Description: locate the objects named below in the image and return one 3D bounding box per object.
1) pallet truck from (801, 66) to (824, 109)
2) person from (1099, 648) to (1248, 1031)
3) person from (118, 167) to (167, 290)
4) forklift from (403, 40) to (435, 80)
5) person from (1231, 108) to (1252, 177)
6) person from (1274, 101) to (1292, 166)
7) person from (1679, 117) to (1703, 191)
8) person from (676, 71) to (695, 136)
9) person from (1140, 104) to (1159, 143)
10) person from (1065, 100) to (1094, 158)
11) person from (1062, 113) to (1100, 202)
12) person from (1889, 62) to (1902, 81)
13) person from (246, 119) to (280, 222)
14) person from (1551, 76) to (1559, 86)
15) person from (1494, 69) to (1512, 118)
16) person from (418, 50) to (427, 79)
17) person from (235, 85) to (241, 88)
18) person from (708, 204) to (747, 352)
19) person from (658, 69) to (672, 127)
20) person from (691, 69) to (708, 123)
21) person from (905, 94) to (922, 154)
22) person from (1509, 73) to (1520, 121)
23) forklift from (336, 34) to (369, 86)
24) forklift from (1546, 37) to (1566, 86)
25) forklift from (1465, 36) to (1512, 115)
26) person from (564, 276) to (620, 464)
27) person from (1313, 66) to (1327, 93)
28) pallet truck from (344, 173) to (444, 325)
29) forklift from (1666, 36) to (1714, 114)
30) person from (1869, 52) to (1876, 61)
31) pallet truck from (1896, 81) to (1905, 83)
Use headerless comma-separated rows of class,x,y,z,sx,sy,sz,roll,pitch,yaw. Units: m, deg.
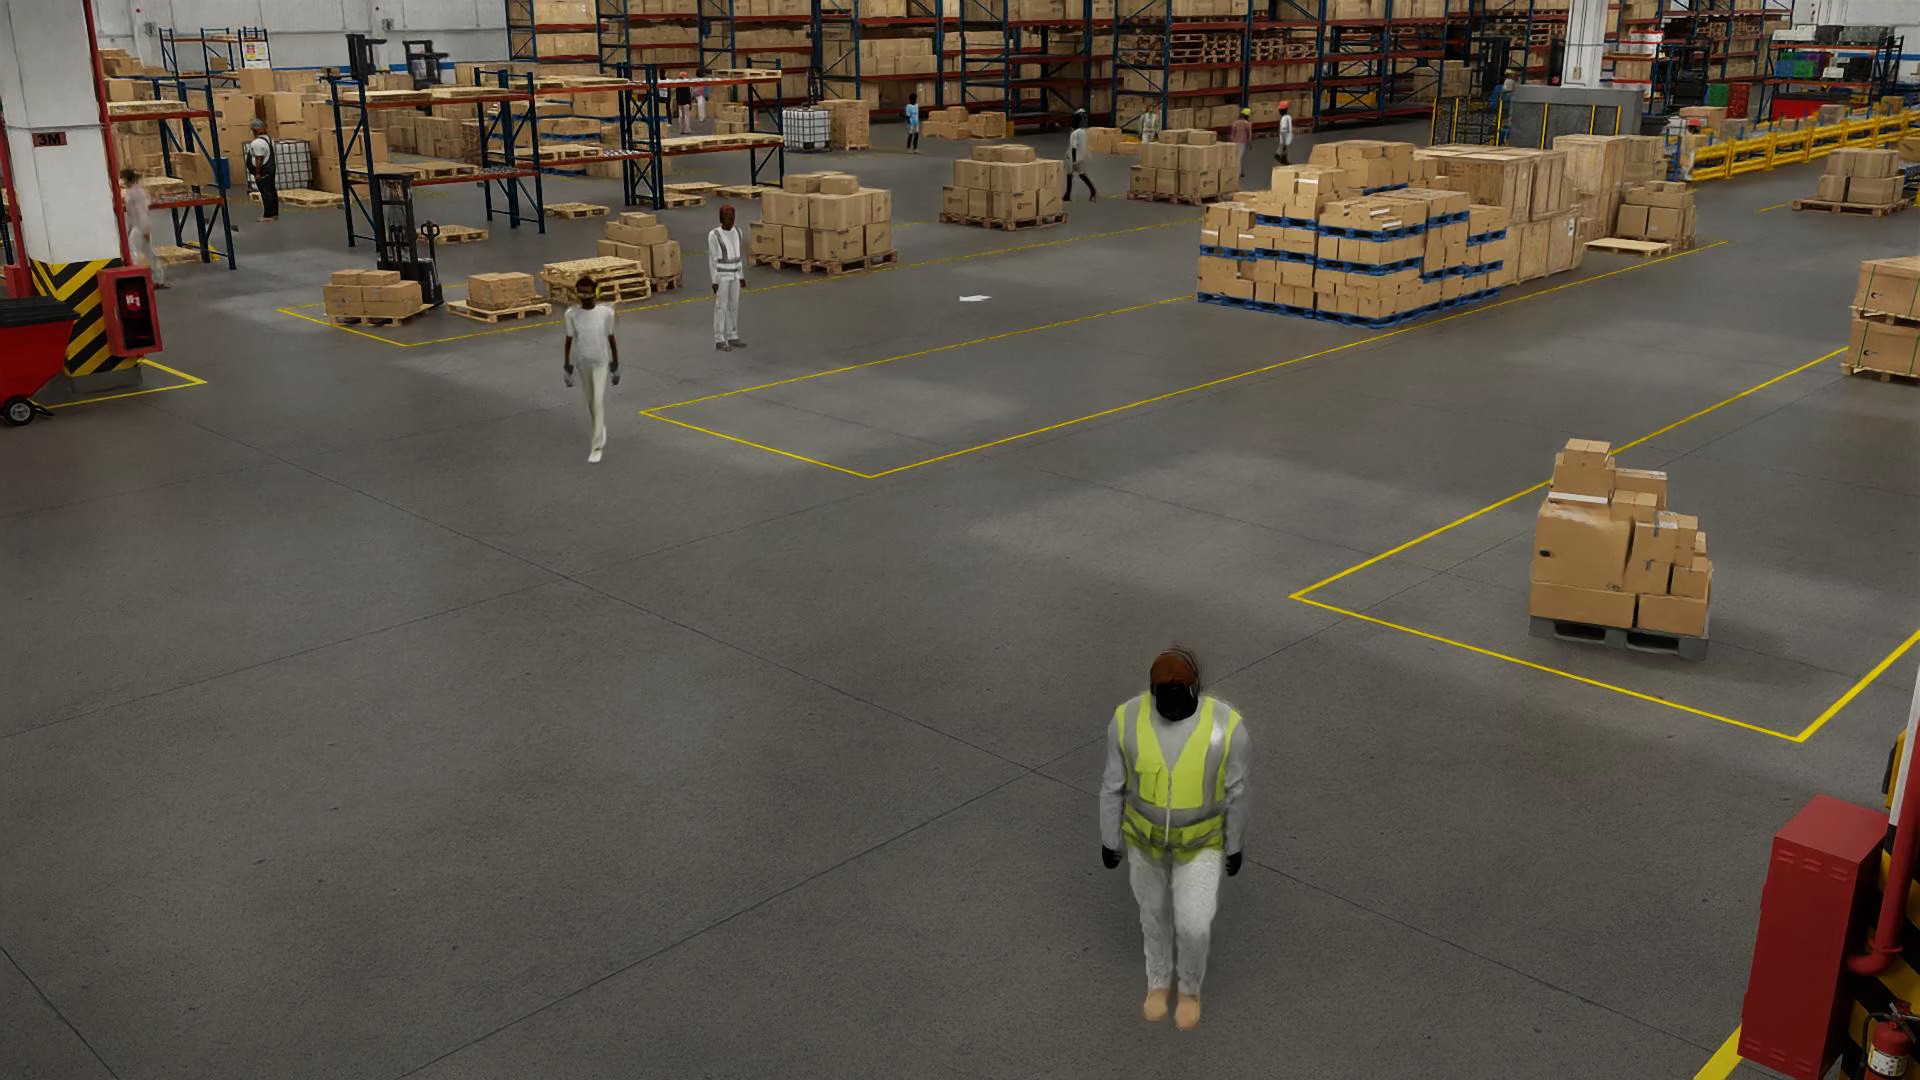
pallet truck,-4.812,-15.182,56.903,0.823,1.965,1.885,-9,21,-26
person,0.931,1.338,7.397,0.650,1.825,0.498,5,19,16
person,-12.825,-4.781,25.707,0.879,1.903,0.652,-11,21,-30
forklift,-18.585,-15.791,57.357,1.873,2.768,1.129,17,24,41
person,6.924,-9.817,41.178,0.540,1.714,0.876,14,23,35
person,7.896,-9.730,40.597,0.430,1.917,0.549,9,20,25
person,15.461,-7.970,35.273,0.378,1.932,0.552,2,19,7
person,-8.822,-13.980,53.287,0.612,1.995,0.382,13,22,35
person,5.032,-10.856,44.484,0.517,1.612,0.750,-5,19,-15
person,3.305,-11.351,45.974,0.835,1.605,0.505,-2,18,-6
person,2.635,-8.405,36.587,0.890,1.942,0.611,13,22,33
person,37.149,-18.081,66.057,0.547,1.724,0.862,-15,24,-38
person,-14.097,-7.456,33.558,0.538,2.000,0.683,0,18,1
person,18.391,-13.405,51.664,0.649,1.919,0.570,-17,25,-41
person,19.701,-16.155,60.237,0.788,1.737,0.537,1,18,2
person,-23.393,-20.411,72.750,0.547,1.938,0.359,-7,20,-19
person,-20.200,-11.833,46.906,0.379,1.940,0.629,5,19,14
person,-3.017,-3.409,21.609,0.337,1.882,0.585,12,22,33
person,-10.068,-15.084,56.745,0.589,1.912,0.393,12,22,31
person,-9.209,-15.578,58.389,0.761,1.819,0.630,-16,24,-40
person,-1.338,-11.822,47.268,0.452,1.689,0.547,12,22,32
person,19.791,-15.807,59.354,0.281,1.634,0.498,8,20,23
forklift,-23.470,-18.295,64.902,1.129,2.768,1.873,17,25,41
forklift,21.805,-16.886,60.657,1.873,2.768,1.129,-6,19,-17
forklift,19.973,-17.201,61.605,1.873,2.768,1.129,16,24,40
person,-3.703,-1.764,16.742,0.529,1.838,0.936,0,18,1
person,15.334,-19.690,71.000,0.553,1.655,0.831,9,20,25
pallet truck,-8.209,-4.181,23.757,0.823,1.965,1.885,3,19,9
forklift,27.341,-17.291,61.877,1.129,2.768,1.873,17,25,41
person,38.661,-19.739,70.704,0.515,1.956,0.644,-2,18,-6
pallet truck,34.802,-16.331,61.455,0.653,1.274,1.630,17,25,41
